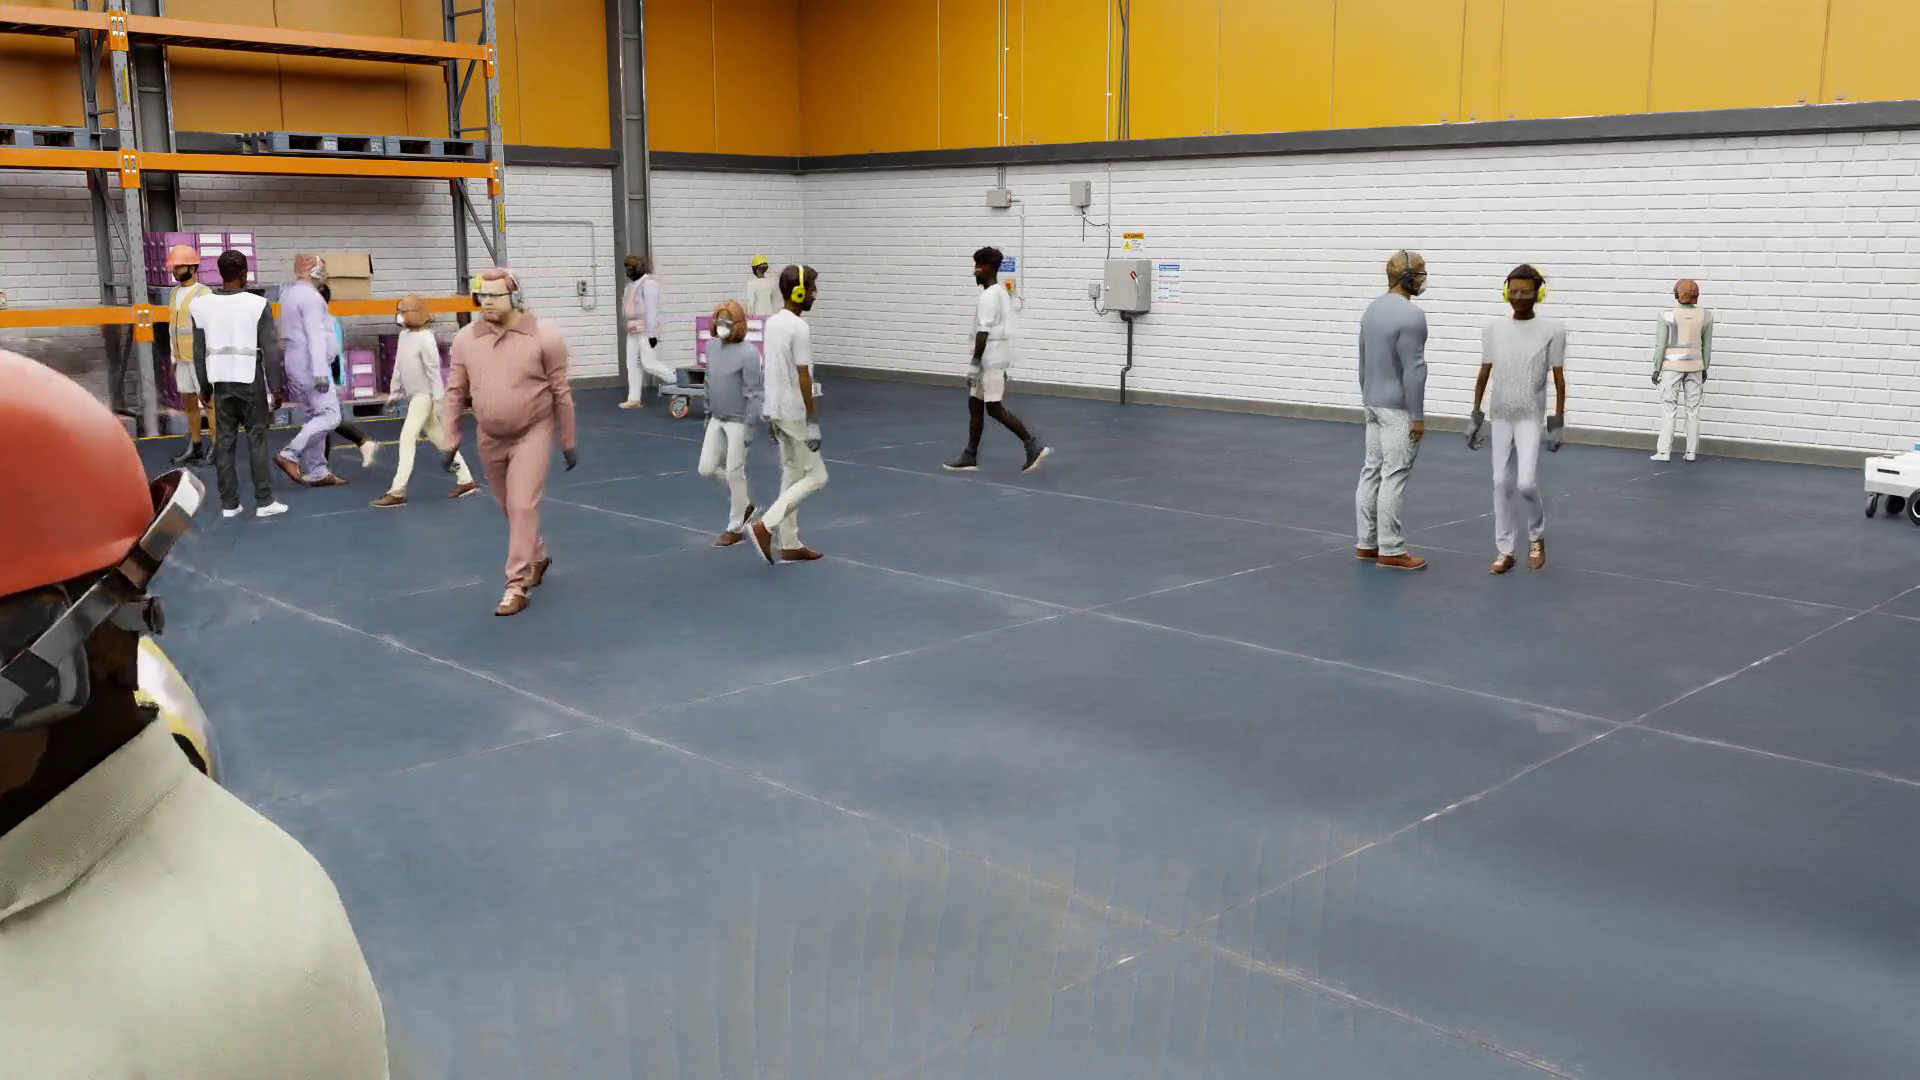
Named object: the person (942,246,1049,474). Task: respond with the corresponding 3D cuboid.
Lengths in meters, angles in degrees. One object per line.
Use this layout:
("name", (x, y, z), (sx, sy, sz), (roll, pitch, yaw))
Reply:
("person", (0.316, -1.524, 14.151), (0.884, 1.939, 0.608), (1, 10, 8))

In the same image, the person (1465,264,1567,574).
("person", (3.303, -0.710, 9.925), (0.528, 1.854, 0.375), (8, 13, 39))

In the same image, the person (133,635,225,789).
("person", (-1.170, 0.746, 2.078), (0.612, 1.817, 0.662), (-10, 15, -44))

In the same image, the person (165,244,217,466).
("person", (-6.769, -1.621, 14.654), (0.545, 1.942, 0.349), (5, 12, 27))

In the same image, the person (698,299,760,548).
("person", (-1.479, -0.756, 10.789), (0.532, 1.615, 0.386), (9, 14, 41))

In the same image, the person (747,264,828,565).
("person", (-1.054, -0.737, 10.094), (0.549, 1.845, 0.573), (-6, 12, -30))

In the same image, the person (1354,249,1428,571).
("person", (2.634, -0.786, 10.109), (0.352, 1.937, 0.635), (-3, 11, -14))

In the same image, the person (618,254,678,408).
("person", (-3.621, -2.440, 19.496), (0.723, 1.816, 0.625), (-7, 13, -34))

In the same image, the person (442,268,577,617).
("person", (-2.470, -0.578, 9.221), (0.664, 1.861, 0.982), (2, 11, 10))

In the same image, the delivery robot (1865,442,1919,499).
("delivery robot", (6.812, -0.451, 11.801), (0.477, 0.478, 0.707), (-4, 11, -22))

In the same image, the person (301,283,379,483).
("person", (-5.201, -1.326, 13.796), (0.677, 1.676, 0.534), (-8, 13, -38))

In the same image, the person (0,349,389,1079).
("person", (-0.705, 0.832, 1.257), (0.995, 1.942, 0.651), (-9, 14, -40))

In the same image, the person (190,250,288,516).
("person", (-5.198, -1.119, 11.978), (0.595, 1.917, 0.373), (0, 10, 1))

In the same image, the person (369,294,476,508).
("person", (-4.069, -1.061, 12.577), (0.866, 1.590, 0.500), (-7, 13, -35))

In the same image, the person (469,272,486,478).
("person", (-3.832, -1.345, 13.745), (0.494, 1.722, 0.435), (7, 13, 34))

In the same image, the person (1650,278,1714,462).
("person", (6.434, -1.503, 14.832), (0.514, 1.641, 0.307), (0, 10, -1))

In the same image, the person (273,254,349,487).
("person", (-5.228, -1.336, 13.281), (0.524, 1.876, 0.719), (-7, 13, -35))

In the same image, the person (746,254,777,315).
("person", (-2.654, -2.905, 22.136), (0.311, 1.768, 0.533), (9, 13, 39))
